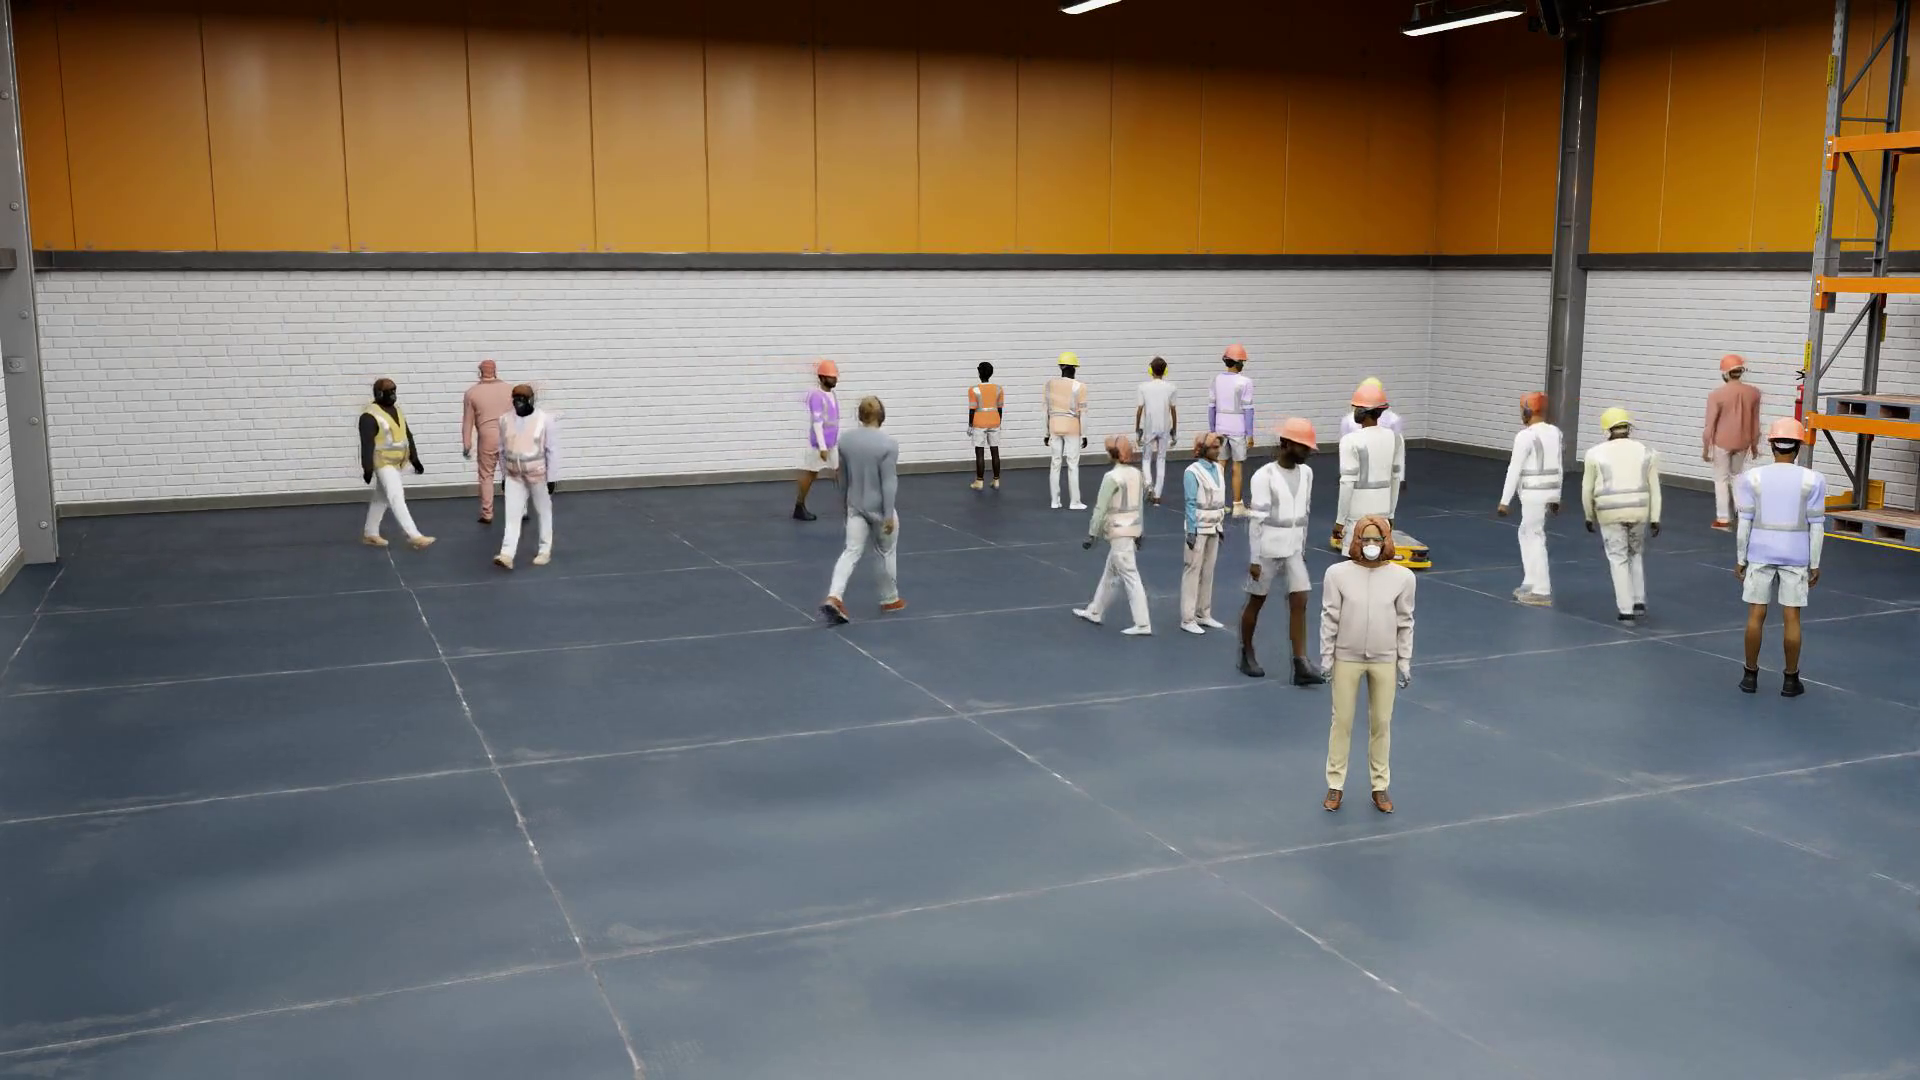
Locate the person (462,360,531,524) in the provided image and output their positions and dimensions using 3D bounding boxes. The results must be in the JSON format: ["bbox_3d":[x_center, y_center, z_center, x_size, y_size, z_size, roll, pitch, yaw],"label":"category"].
[{"bbox_3d":[-5.319,-1.117,19.093,0.765,1.885,0.514,-4,10,-23],"label":"person"}]

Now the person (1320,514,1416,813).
[{"bbox_3d":[2.203,0.668,9.027,0.499,1.633,0.286,1,9,8],"label":"person"}]

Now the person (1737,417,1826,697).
[{"bbox_3d":[5.643,0.117,11.470,0.542,1.930,0.367,5,11,30],"label":"person"}]

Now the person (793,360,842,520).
[{"bbox_3d":[-1.529,-1.130,19.174,1.015,1.882,0.569,4,10,25],"label":"person"}]

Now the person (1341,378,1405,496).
[{"bbox_3d":[4.021,-0.646,16.266,0.613,1.884,0.968,1,9,6],"label":"person"}]

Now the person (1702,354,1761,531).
[{"bbox_3d":[8.592,-1.083,18.582,0.650,1.977,0.432,-1,9,-5],"label":"person"}]

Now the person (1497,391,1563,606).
[{"bbox_3d":[5.008,-0.365,14.575,0.581,1.863,0.603,-8,12,-40],"label":"person"}]

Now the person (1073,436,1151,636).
[{"bbox_3d":[1.216,-0.037,13.408,0.842,1.598,0.528,6,11,31],"label":"person"}]

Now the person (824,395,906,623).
[{"bbox_3d":[-0.804,-0.262,13.902,0.638,1.900,1.001,6,11,31],"label":"person"}]

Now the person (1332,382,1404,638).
[{"bbox_3d":[3.203,-0.219,13.152,0.611,2.048,0.364,-5,11,-30],"label":"person"}]

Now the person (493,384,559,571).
[{"bbox_3d":[-4.248,-0.600,16.194,0.654,1.798,0.918,1,9,8],"label":"person"}]

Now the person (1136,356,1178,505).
[{"bbox_3d":[2.432,-1.337,20.504,0.526,1.855,0.438,1,9,5],"label":"person"}]

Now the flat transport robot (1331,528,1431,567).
[{"bbox_3d":[4.229,0.069,16.774,0.652,0.197,1.431,0,9,0],"label":"flat transport robot"}]

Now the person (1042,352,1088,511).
[{"bbox_3d":[1.283,-1.317,20.181,0.587,1.922,0.383,5,11,28],"label":"person"}]

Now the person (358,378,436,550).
[{"bbox_3d":[-5.937,-0.794,17.409,0.964,1.792,0.621,2,10,12],"label":"person"}]

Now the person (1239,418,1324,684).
[{"bbox_3d":[2.315,0.092,11.750,0.608,1.878,0.930,-5,10,-26],"label":"person"}]

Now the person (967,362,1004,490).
[{"bbox_3d":[0.335,-1.510,22.031,0.532,1.697,0.319,-5,11,-27],"label":"person"}]

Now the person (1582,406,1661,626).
[{"bbox_3d":[5.478,-0.205,13.817,0.589,1.795,0.601,0,9,1],"label":"person"}]

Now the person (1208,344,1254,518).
[{"bbox_3d":[3.217,-1.288,19.636,0.387,2.045,0.605,-9,13,-44],"label":"person"}]

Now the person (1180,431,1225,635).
[{"bbox_3d":[1.975,-0.067,13.469,0.310,1.636,0.523,7,12,38],"label":"person"}]
